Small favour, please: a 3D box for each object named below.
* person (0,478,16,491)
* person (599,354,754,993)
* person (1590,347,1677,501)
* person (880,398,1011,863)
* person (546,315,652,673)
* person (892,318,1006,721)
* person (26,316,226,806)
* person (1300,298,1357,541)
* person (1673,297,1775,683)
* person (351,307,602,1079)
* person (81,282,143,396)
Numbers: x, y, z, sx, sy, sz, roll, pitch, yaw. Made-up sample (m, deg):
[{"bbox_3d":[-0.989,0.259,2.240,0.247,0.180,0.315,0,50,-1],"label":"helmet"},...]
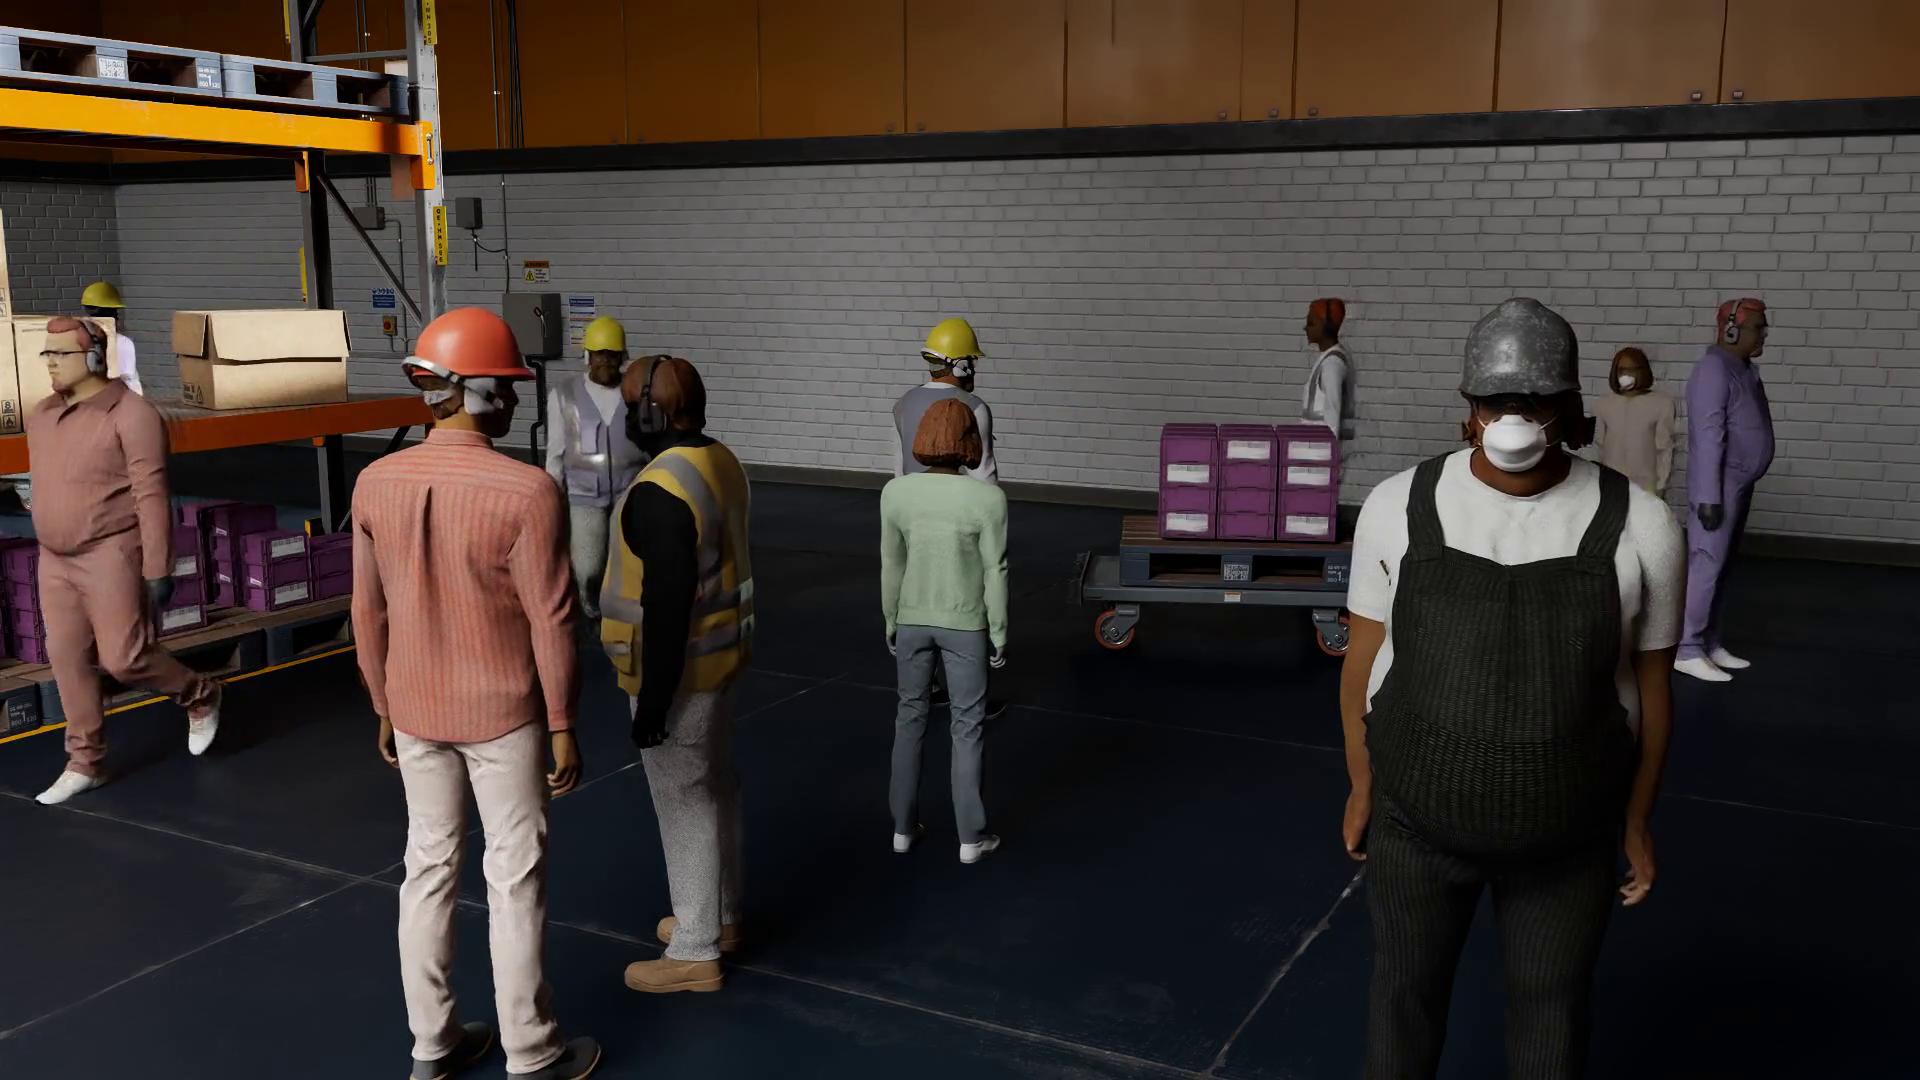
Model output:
[{"bbox_3d":[-8.745,-1.351,14.861,0.508,1.846,0.345,9,13,42],"label":"person"},{"bbox_3d":[-0.820,0.385,4.829,0.429,1.839,0.634,1,10,8],"label":"person"},{"bbox_3d":[3.937,-0.339,9.763,0.504,1.580,0.898,6,12,33],"label":"person"},{"bbox_3d":[-0.053,0.316,5.859,0.497,1.626,0.288,4,11,24],"label":"person"},{"bbox_3d":[-1.810,-0.247,8.548,0.609,1.816,0.605,-3,10,-15],"label":"person"},{"bbox_3d":[-0.036,-0.088,7.584,0.404,1.832,0.599,-9,14,-44],"label":"person"},{"bbox_3d":[-3.361,0.059,6.587,0.650,1.887,0.709,4,11,22],"label":"person"},{"bbox_3d":[2.279,-0.534,10.085,0.677,1.865,0.593,3,10,16],"label":"person"},{"bbox_3d":[3.848,-0.255,8.341,0.403,1.906,0.651,7,12,36],"label":"person"},{"bbox_3d":[-1.207,0.423,4.167,0.616,1.990,0.393,4,10,20],"label":"person"},{"bbox_3d":[-5.849,-0.800,11.436,0.595,1.925,0.375,3,10,15],"label":"person"}]
